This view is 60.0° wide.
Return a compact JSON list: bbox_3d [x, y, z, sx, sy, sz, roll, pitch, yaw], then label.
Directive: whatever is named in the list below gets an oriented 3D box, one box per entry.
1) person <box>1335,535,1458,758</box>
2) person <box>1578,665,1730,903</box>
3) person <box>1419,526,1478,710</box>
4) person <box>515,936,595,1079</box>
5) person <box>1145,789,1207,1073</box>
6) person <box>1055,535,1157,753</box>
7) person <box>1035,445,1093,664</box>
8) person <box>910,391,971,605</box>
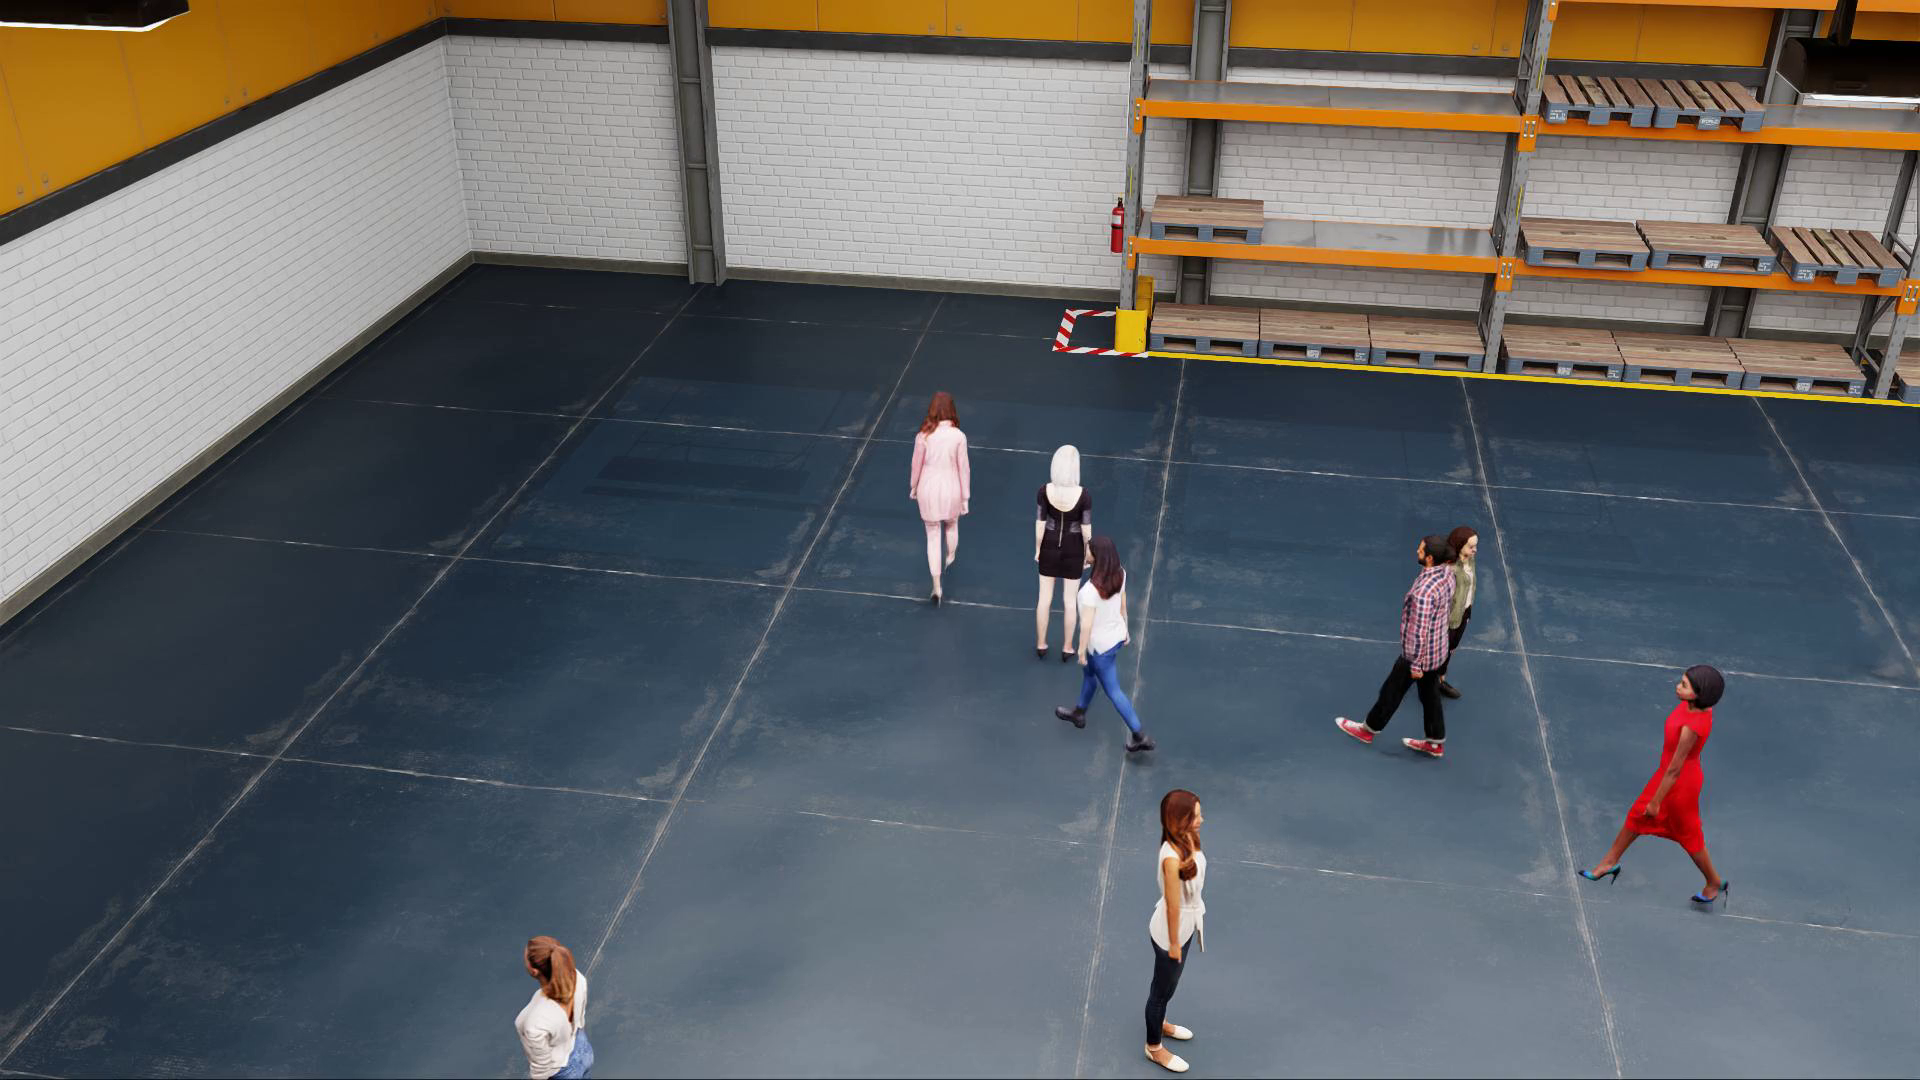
[{"bbox_3d":[3.285,0.778,11.575,1.123,1.738,0.969,18,34,30],"label":"person"},{"bbox_3d":[4.481,1.556,10.192,1.144,1.698,0.708,9,30,17],"label":"person"},{"bbox_3d":[3.617,0.553,12.261,0.667,1.476,0.653,24,37,37],"label":"person"},{"bbox_3d":[-1.953,2.626,8.207,0.581,1.720,0.639,9,30,17],"label":"person"},{"bbox_3d":[1.160,2.106,9.092,0.560,1.784,0.620,9,30,16],"label":"person"},{"bbox_3d":[1.089,0.780,11.671,1.196,1.643,0.948,20,35,32],"label":"person"},{"bbox_3d":[0.776,0.119,12.688,0.418,1.829,0.638,6,29,10],"label":"person"},{"bbox_3d":[-0.166,-0.303,13.526,1.010,1.768,0.847,-1,29,-1],"label":"person"}]
